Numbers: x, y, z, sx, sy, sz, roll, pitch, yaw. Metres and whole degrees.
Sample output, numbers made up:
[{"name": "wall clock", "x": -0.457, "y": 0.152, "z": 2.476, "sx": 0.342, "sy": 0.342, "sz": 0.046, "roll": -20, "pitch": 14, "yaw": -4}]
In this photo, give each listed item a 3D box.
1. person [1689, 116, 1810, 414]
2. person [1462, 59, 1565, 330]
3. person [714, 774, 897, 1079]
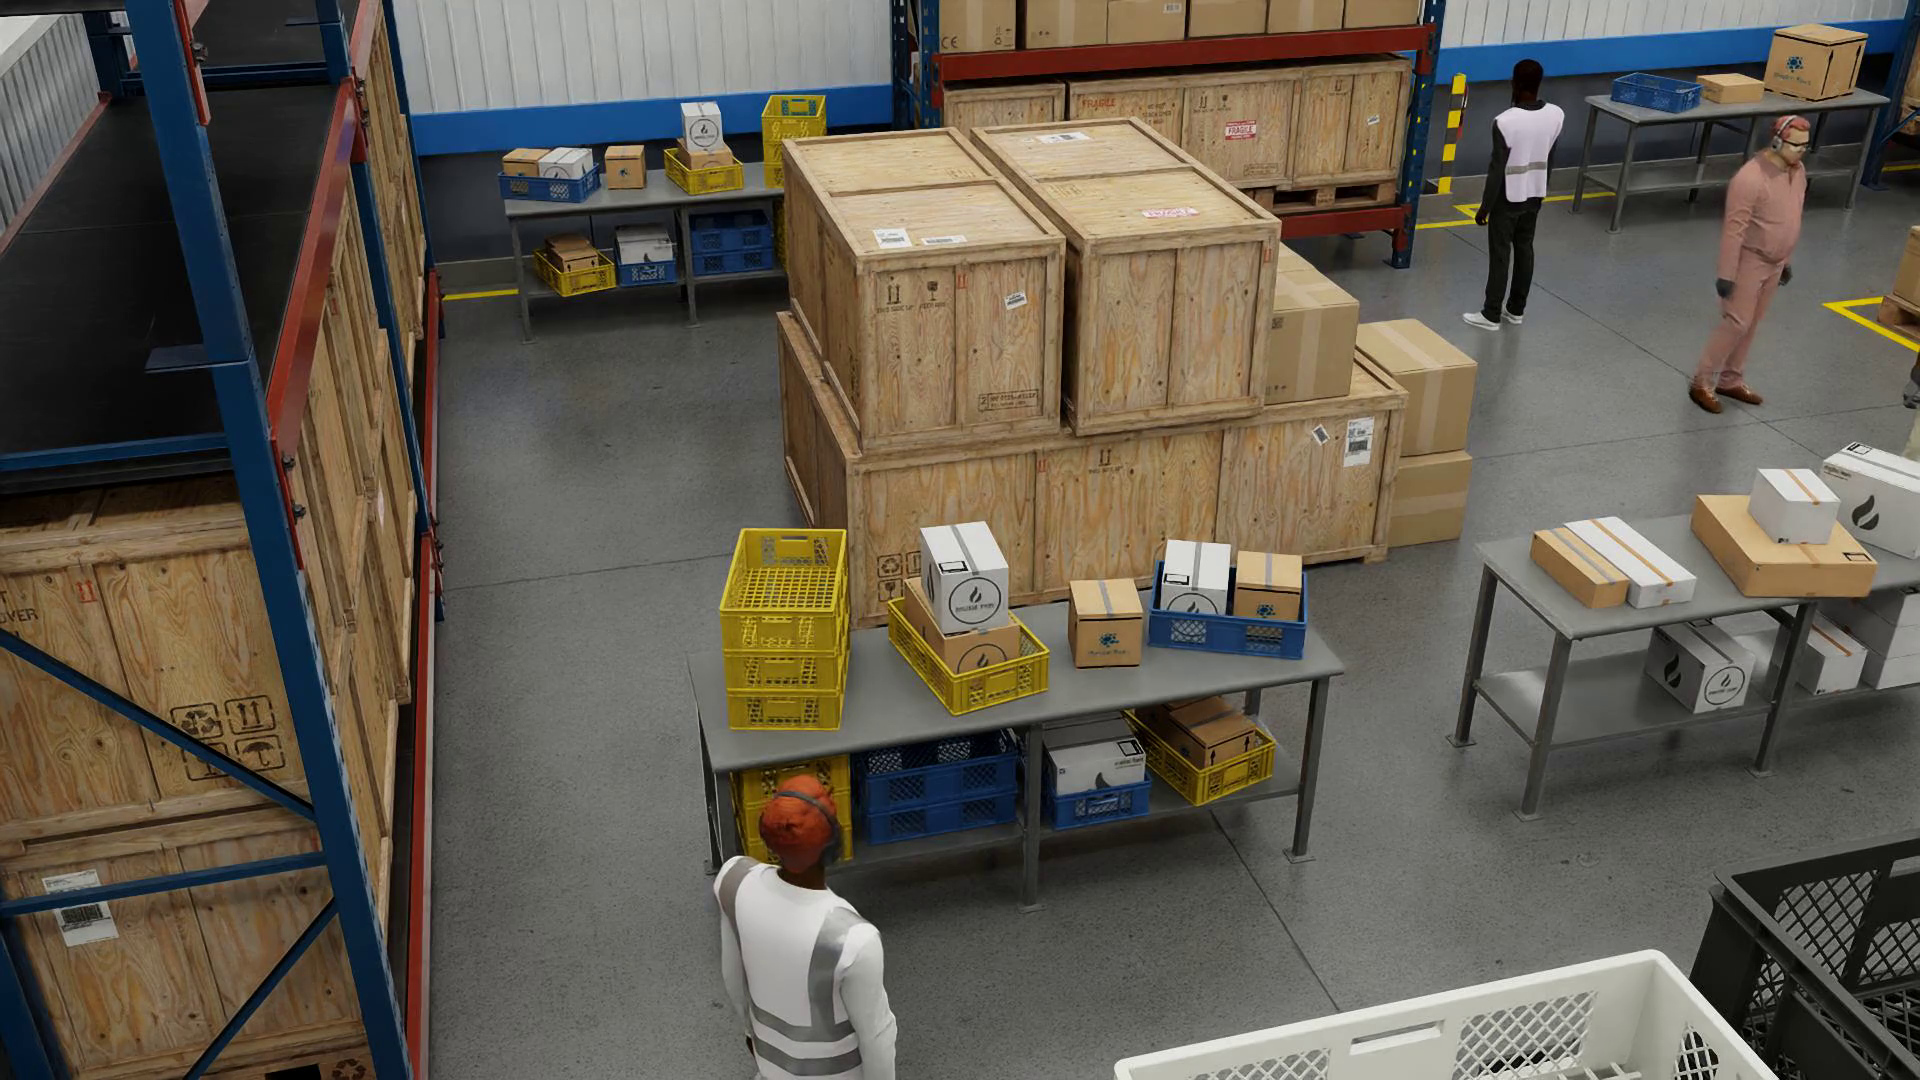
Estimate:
[{"name": "person", "x": 5.084, "y": -1.761, "z": 10.617, "sx": 0.662, "sy": 1.897, "sz": 0.404, "roll": -19, "pitch": 34, "yaw": -30}, {"name": "person", "x": 3.944, "y": -2.433, "z": 11.812, "sx": 0.587, "sy": 1.916, "sz": 0.397, "roll": -13, "pitch": 32, "yaw": -23}, {"name": "person", "x": -0.410, "y": 1.469, "z": 4.761, "sx": 0.575, "sy": 1.884, "sz": 0.355, "roll": 19, "pitch": 34, "yaw": 30}]
